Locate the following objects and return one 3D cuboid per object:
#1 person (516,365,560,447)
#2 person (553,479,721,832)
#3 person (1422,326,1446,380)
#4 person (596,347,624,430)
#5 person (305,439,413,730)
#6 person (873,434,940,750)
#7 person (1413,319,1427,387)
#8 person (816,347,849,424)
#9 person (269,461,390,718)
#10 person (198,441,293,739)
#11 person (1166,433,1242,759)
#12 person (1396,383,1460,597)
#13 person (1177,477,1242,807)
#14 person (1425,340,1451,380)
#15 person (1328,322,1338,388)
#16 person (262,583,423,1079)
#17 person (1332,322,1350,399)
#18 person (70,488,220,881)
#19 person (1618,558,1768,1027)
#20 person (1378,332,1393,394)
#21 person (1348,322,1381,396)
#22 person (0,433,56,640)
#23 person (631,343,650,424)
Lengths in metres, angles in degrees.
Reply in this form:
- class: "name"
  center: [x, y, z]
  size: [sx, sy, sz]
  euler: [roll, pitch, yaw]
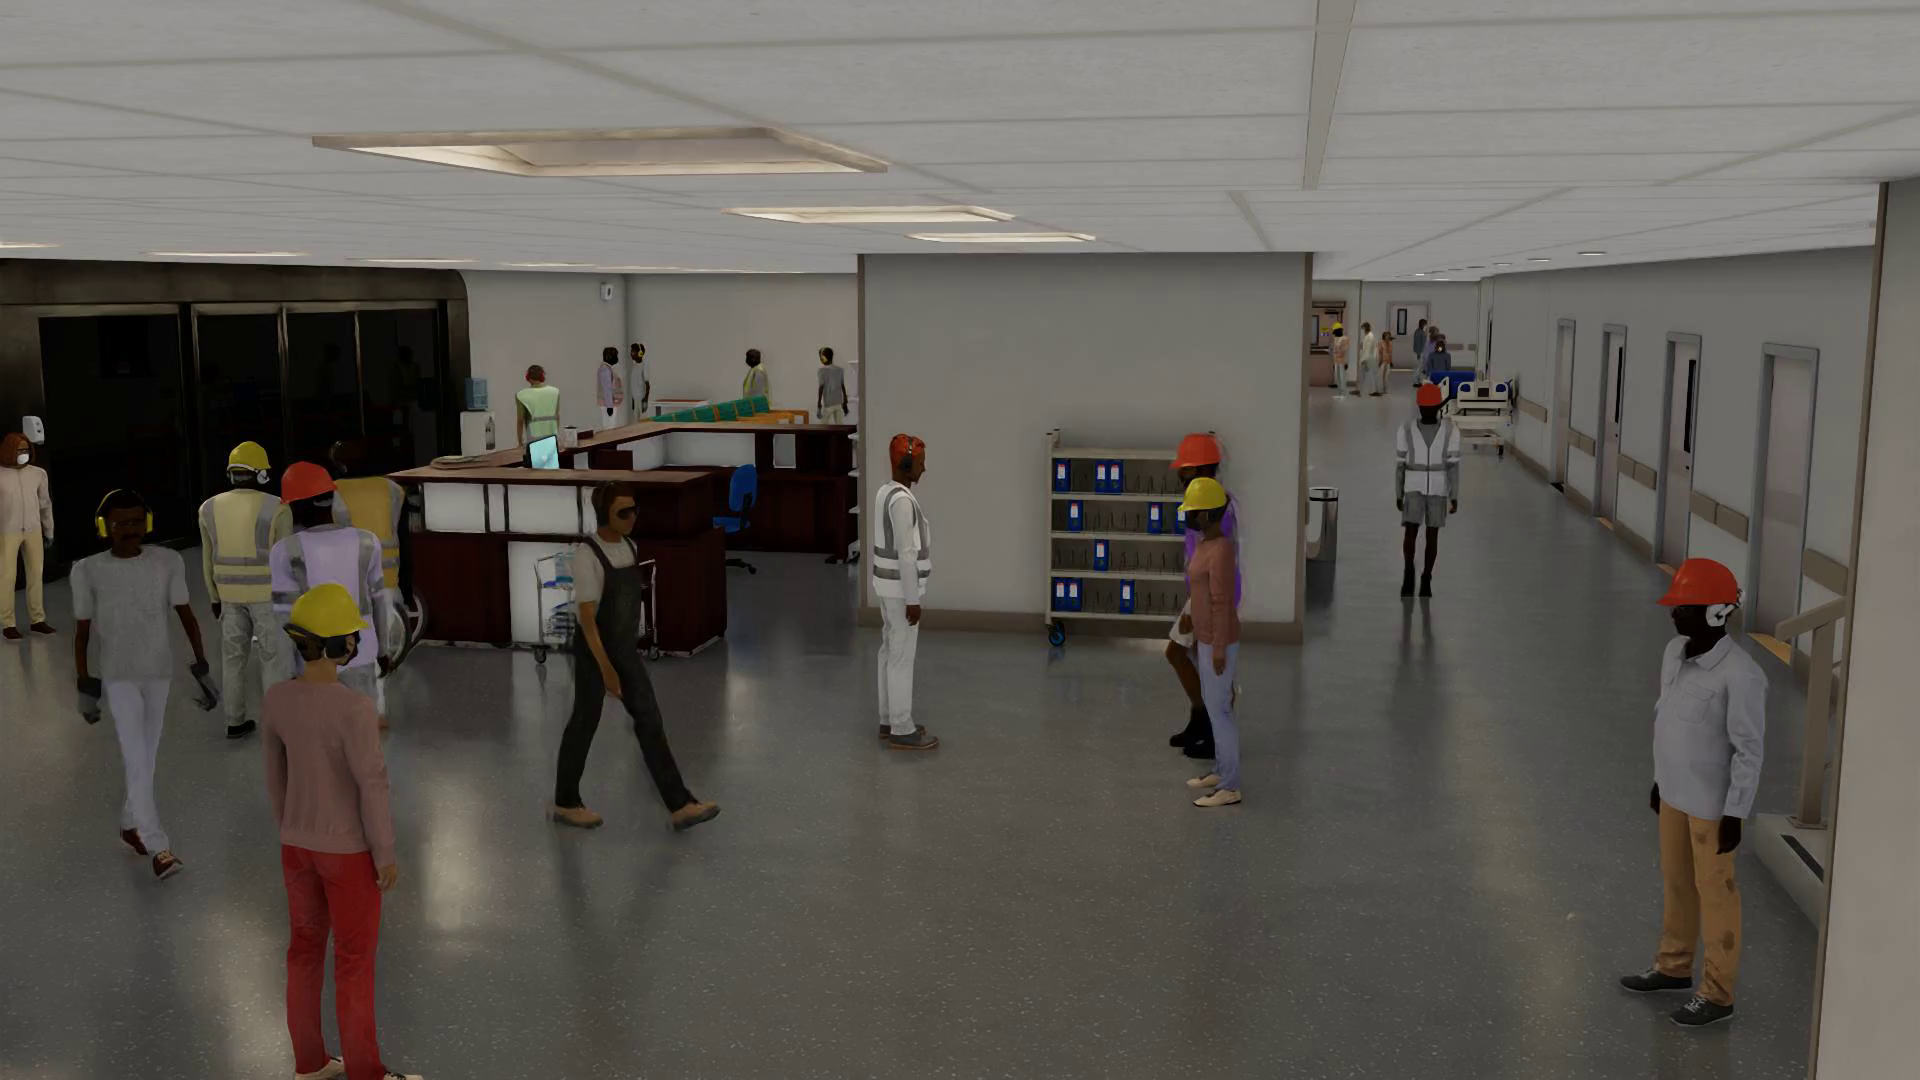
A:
- class: "person"
  center: [-5.164, -1.245, 20.485]
  size: [0.607, 1.812, 0.569]
  euler: [-6, 11, -36]
- class: "person"
  center: [-1.682, 0.597, 8.322]
  size: [0.985, 1.790, 0.519]
  euler: [4, 10, 26]
- class: "person"
  center: [10.900, -3.987, 38.415]
  size: [0.505, 1.890, 0.680]
  euler: [-3, 9, -17]
- class: "person"
  center: [-5.526, -2.133, 26.305]
  size: [0.429, 1.839, 0.634]
  euler: [-2, 9, -11]
- class: "person"
  center: [-3.849, 0.261, 10.534]
  size: [0.859, 1.796, 0.626]
  euler: [8, 12, 43]
- class: "person"
  center: [-0.339, 0.306, 9.959]
  size: [0.356, 1.887, 0.572]
  euler: [-2, 9, -14]
- class: "person"
  center: [12.903, -5.242, 46.654]
  size: [0.386, 1.928, 0.641]
  euler: [4, 9, 25]
- class: "person"
  center: [-1.985, -2.083, 25.970]
  size: [0.656, 1.835, 0.503]
  euler: [-7, 11, -37]
- class: "person"
  center: [-3.070, 0.565, 8.165]
  size: [0.587, 1.907, 0.530]
  euler: [-6, 10, -33]
- class: "person"
  center: [-4.292, 0.315, 10.124]
  size: [0.596, 1.825, 0.404]
  euler: [1, 9, 6]
- class: "person"
  center: [1.395, 0.339, 9.632]
  size: [0.518, 1.914, 0.537]
  euler: [0, 9, -3]
- class: "person"
  center: [4.136, -0.423, 14.719]
  size: [0.544, 1.919, 0.577]
  euler: [2, 9, 12]
- class: "person"
  center: [1.332, 0.536, 8.903]
  size: [0.368, 1.756, 0.533]
  euler: [0, 9, 2]
- class: "person"
  center: [10.613, -3.618, 36.926]
  size: [0.521, 1.612, 0.662]
  euler: [4, 9, 23]
- class: "person"
  center: [10.457, -5.142, 46.289]
  size: [0.403, 1.834, 0.587]
  euler: [2, 9, 14]
- class: "person"
  center: [-2.097, 1.023, 5.599]
  size: [0.522, 1.769, 0.317]
  euler: [5, 10, 28]
- class: "person"
  center: [9.543, -4.496, 41.712]
  size: [0.389, 1.923, 0.638]
  euler: [-3, 9, -19]
- class: "person"
  center: [-3.812, 0.661, 7.810]
  size: [0.957, 1.818, 0.541]
  euler: [8, 12, 44]
- class: "person"
  center: [2.748, 0.933, 6.235]
  size: [0.342, 1.751, 0.564]
  euler: [-1, 9, -8]
- class: "person"
  center: [11.147, -4.645, 43.625]
  size: [0.513, 1.641, 0.309]
  euler: [-6, 11, -35]
- class: "person"
  center: [10.403, -4.628, 42.660]
  size: [0.921, 1.888, 0.664]
  euler: [1, 9, 4]
- class: "person"
  center: [-7.397, -0.035, 13.105]
  size: [0.285, 1.627, 0.504]
  euler: [6, 10, 33]
- class: "person"
  center: [-5.230, -2.272, 27.121]
  size: [0.329, 1.872, 0.511]
  euler: [-6, 10, -35]
